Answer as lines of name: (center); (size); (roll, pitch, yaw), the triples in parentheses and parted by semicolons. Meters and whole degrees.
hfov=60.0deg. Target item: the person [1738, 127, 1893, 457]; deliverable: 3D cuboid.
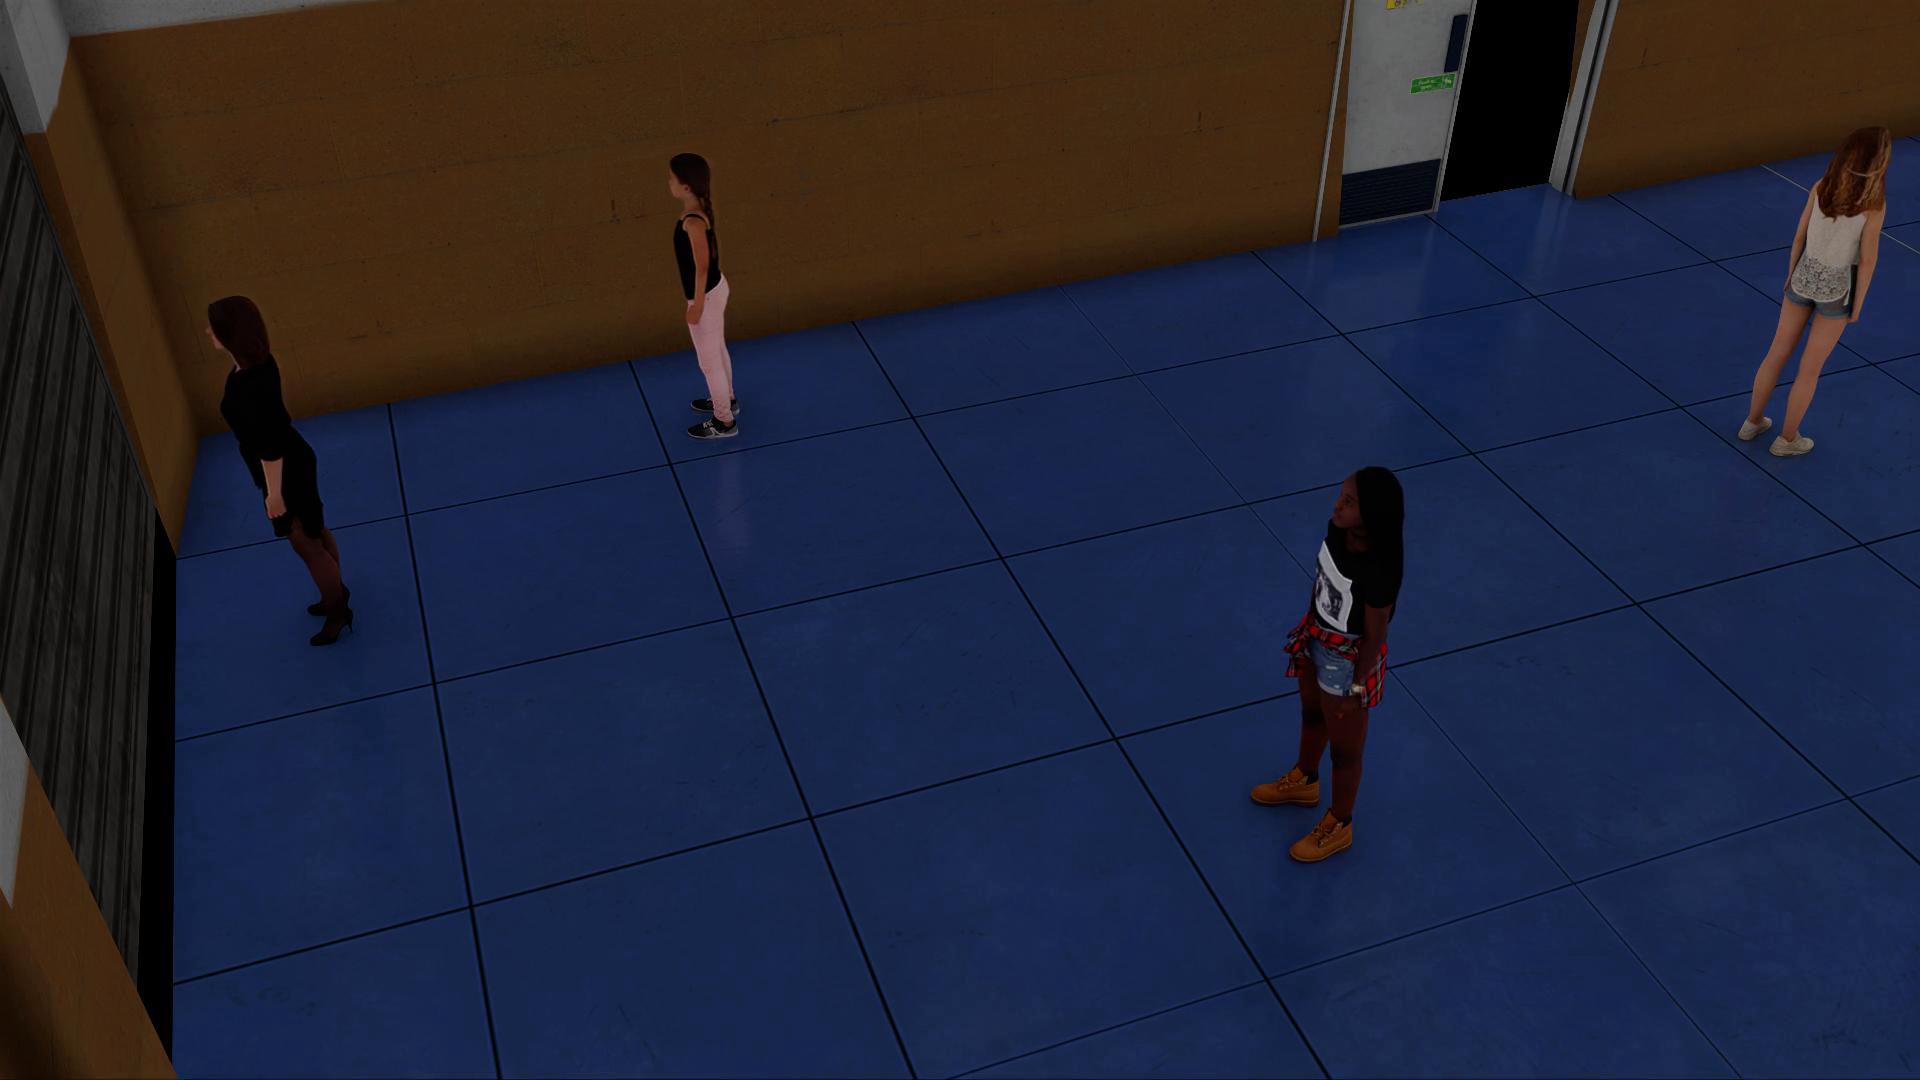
person: (4.291, -1.226, 8.317); (0.669, 1.759, 0.527); (-21, 42, -26)

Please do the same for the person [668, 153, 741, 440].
person: (-1.306, -1.246, 8.506); (0.662, 1.564, 0.541); (0, 37, 0)

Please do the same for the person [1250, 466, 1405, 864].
person: (1.396, 0.447, 6.113); (0.672, 1.729, 0.540); (-10, 38, -13)

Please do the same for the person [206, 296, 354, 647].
person: (-2.874, -0.280, 7.088); (0.660, 1.705, 0.462); (-9, 38, -12)
